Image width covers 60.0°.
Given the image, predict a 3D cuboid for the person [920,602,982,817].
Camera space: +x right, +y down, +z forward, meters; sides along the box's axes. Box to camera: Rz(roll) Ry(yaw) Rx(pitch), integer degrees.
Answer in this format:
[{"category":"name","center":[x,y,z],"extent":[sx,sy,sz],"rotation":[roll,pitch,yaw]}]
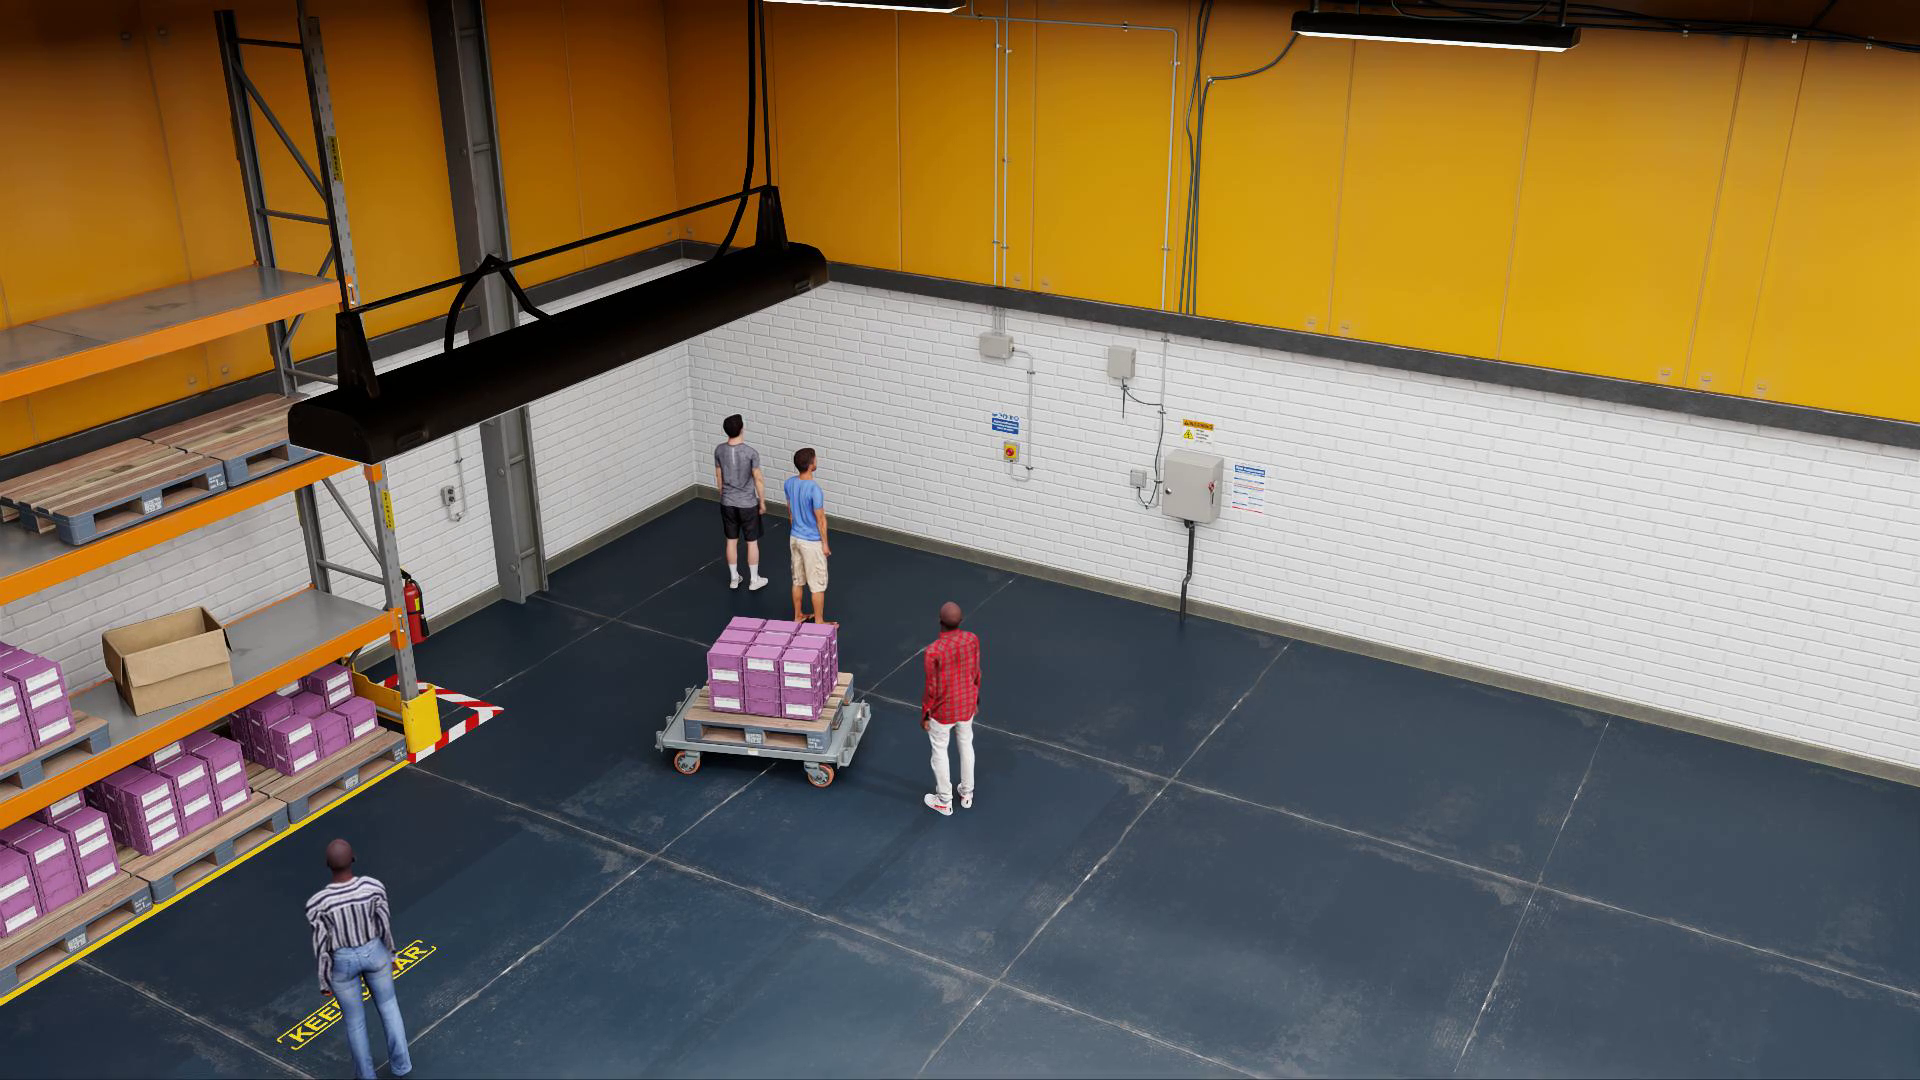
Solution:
[{"category":"person","center":[-0.063,1.301,13.069],"extent":[0.708,1.819,0.815],"rotation":[-12,26,-25]}]

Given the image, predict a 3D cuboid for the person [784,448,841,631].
[{"category":"person","center":[-1.465,-0.001,15.992],"extent":[0.688,1.864,0.626],"rotation":[19,30,37]}]

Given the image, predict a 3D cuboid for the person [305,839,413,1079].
[{"category":"person","center":[-3.655,2.602,10.123],"extent":[0.633,1.794,0.770],"rotation":[-16,28,-32]}]

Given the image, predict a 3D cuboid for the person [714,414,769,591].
[{"category":"person","center":[-2.239,-0.385,16.860],"extent":[0.709,1.871,0.641],"rotation":[7,24,15]}]
